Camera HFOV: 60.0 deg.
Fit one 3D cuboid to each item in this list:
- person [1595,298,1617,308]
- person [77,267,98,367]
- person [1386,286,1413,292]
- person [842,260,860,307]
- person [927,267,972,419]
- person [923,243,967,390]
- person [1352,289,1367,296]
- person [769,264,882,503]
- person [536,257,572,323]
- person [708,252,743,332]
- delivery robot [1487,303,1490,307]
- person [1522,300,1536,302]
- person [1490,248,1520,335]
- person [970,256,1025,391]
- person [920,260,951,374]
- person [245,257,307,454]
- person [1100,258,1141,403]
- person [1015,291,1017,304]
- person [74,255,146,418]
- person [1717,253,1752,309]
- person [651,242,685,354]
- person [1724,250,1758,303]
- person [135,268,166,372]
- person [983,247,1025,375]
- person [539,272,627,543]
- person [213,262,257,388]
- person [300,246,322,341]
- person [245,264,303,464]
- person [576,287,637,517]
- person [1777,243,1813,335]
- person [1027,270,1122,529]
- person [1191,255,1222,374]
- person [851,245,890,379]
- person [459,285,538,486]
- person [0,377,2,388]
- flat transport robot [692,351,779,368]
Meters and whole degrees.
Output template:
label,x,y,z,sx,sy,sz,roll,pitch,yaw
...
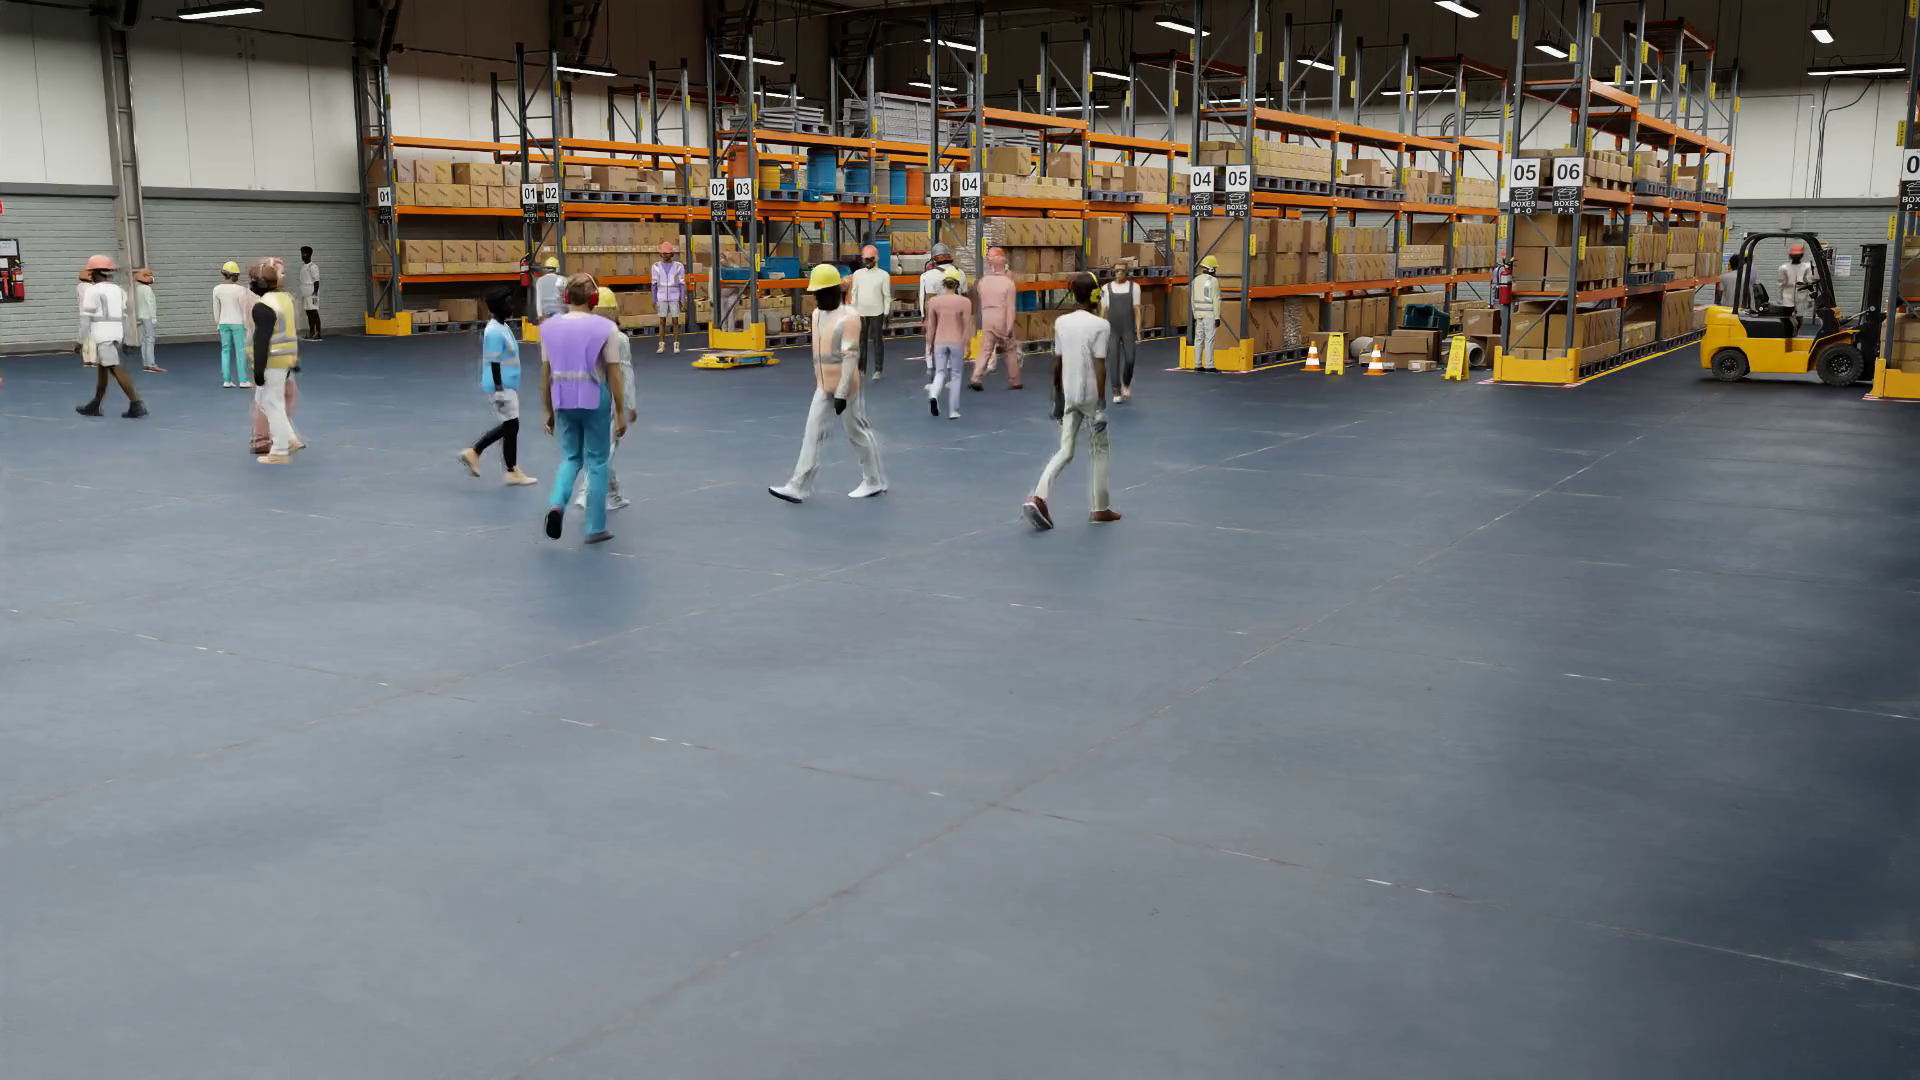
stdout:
label,x,y,z,sx,sy,sz,roll,pitch,yaw
person,14.523,-5.579,37.343,0.660,1.892,0.620,3,11,17
person,-14.325,-3.667,27.388,0.503,1.630,0.276,6,12,32
person,10.475,-5.967,39.519,0.597,1.896,0.682,7,12,35
person,-2.060,-4.640,32.641,0.531,1.698,0.320,-1,10,-6
person,-0.132,-2.243,19.055,0.535,1.751,0.531,3,11,17
person,-0.266,-3.090,22.995,0.674,2.000,0.535,-8,13,-38
person,9.479,-5.829,39.511,0.596,1.614,0.539,-9,14,-41
person,-1.003,-1.211,12.979,1.033,1.860,0.601,-9,13,-41
person,-6.907,-3.906,28.307,0.590,1.793,0.941,4,11,19
person,-4.727,-4.879,33.553,0.693,1.844,0.979,0,10,-2
delivery robot,13.008,-5.604,40.978,0.477,0.478,0.707,-5,11,-27
person,13.326,-5.733,38.950,0.520,1.630,0.316,-5,11,-27
person,9.989,-4.374,30.476,0.545,1.938,0.361,6,12,32
person,0.498,-2.963,22.843,0.623,1.857,0.961,6,12,32
person,-0.339,-3.515,25.816,0.583,1.882,0.338,4,11,21
person,-6.574,-1.776,16.077,0.672,1.882,0.639,-6,12,-30
person,2.035,-2.647,21.085,0.534,1.836,0.416,1,10,5
person,0.819,-4.807,32.943,0.628,1.933,0.357,0,10,-1
person,-9.912,-2.348,19.290,0.985,1.891,0.565,2,10,10
person,12.734,-3.776,27.359,0.566,1.853,0.388,5,11,28
person,-5.339,-4.419,30.443,0.614,2.038,0.395,-1,10,-3
person,17.717,-5.622,37.687,0.589,1.865,1.034,-2,10,-10
person,-12.844,-3.483,26.337,0.285,1.633,0.500,-9,14,-42
person,0.649,-3.526,25.639,0.668,1.978,0.626,-9,13,-40
person,-2.537,-0.866,11.125,0.575,1.831,0.508,3,10,15
person,-10.173,-3.007,23.304,0.533,1.767,0.325,2,10,12
person,-13.497,-5.109,34.508,0.361,1.965,0.613,-10,14,-44
person,-6.305,-1.597,15.216,0.447,1.832,0.651,-1,10,-5
person,-2.681,-1.023,12.358,0.495,1.708,0.862,3,11,18
person,15.796,-4.601,31.503,0.606,2.028,0.729,4,11,23
person,0.828,-0.996,11.846,0.524,1.845,0.875,9,14,42
person,3.857,-3.500,25.876,0.404,1.830,0.603,-6,12,-30
person,-1.352,-3.408,24.911,0.618,1.993,0.394,4,11,19
person,-3.869,-1.277,13.844,0.570,1.676,0.540,-2,10,-9
person,-10.482,-2.000,17.704,0.527,1.751,0.355,3,10,15
flat transport robot,-3.668,-2.971,27.289,0.652,0.197,1.431,6,12,32
